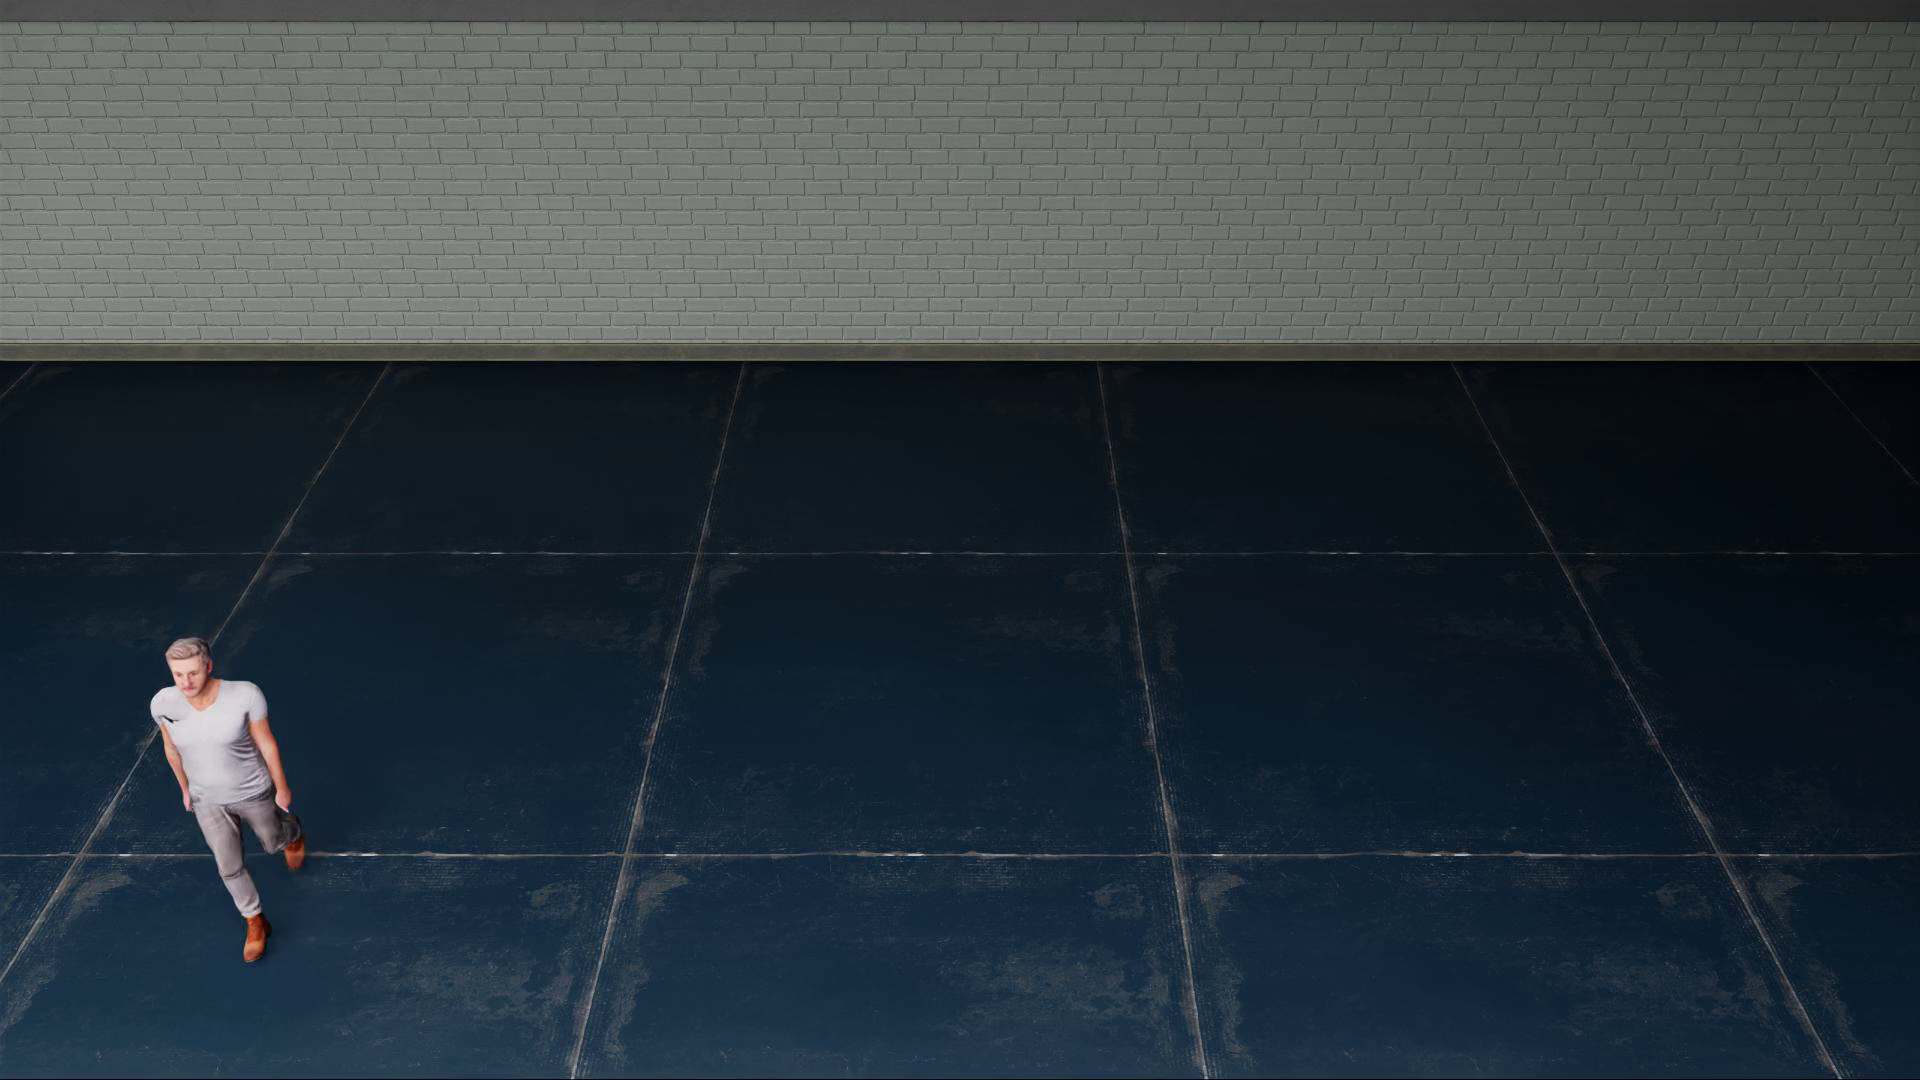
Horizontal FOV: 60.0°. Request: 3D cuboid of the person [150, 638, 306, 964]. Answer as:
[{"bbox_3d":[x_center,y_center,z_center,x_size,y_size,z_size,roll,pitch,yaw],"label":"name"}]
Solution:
[{"bbox_3d":[-3.606,1.180,8.300,0.793,1.811,1.125,-5,33,-7],"label":"person"}]
